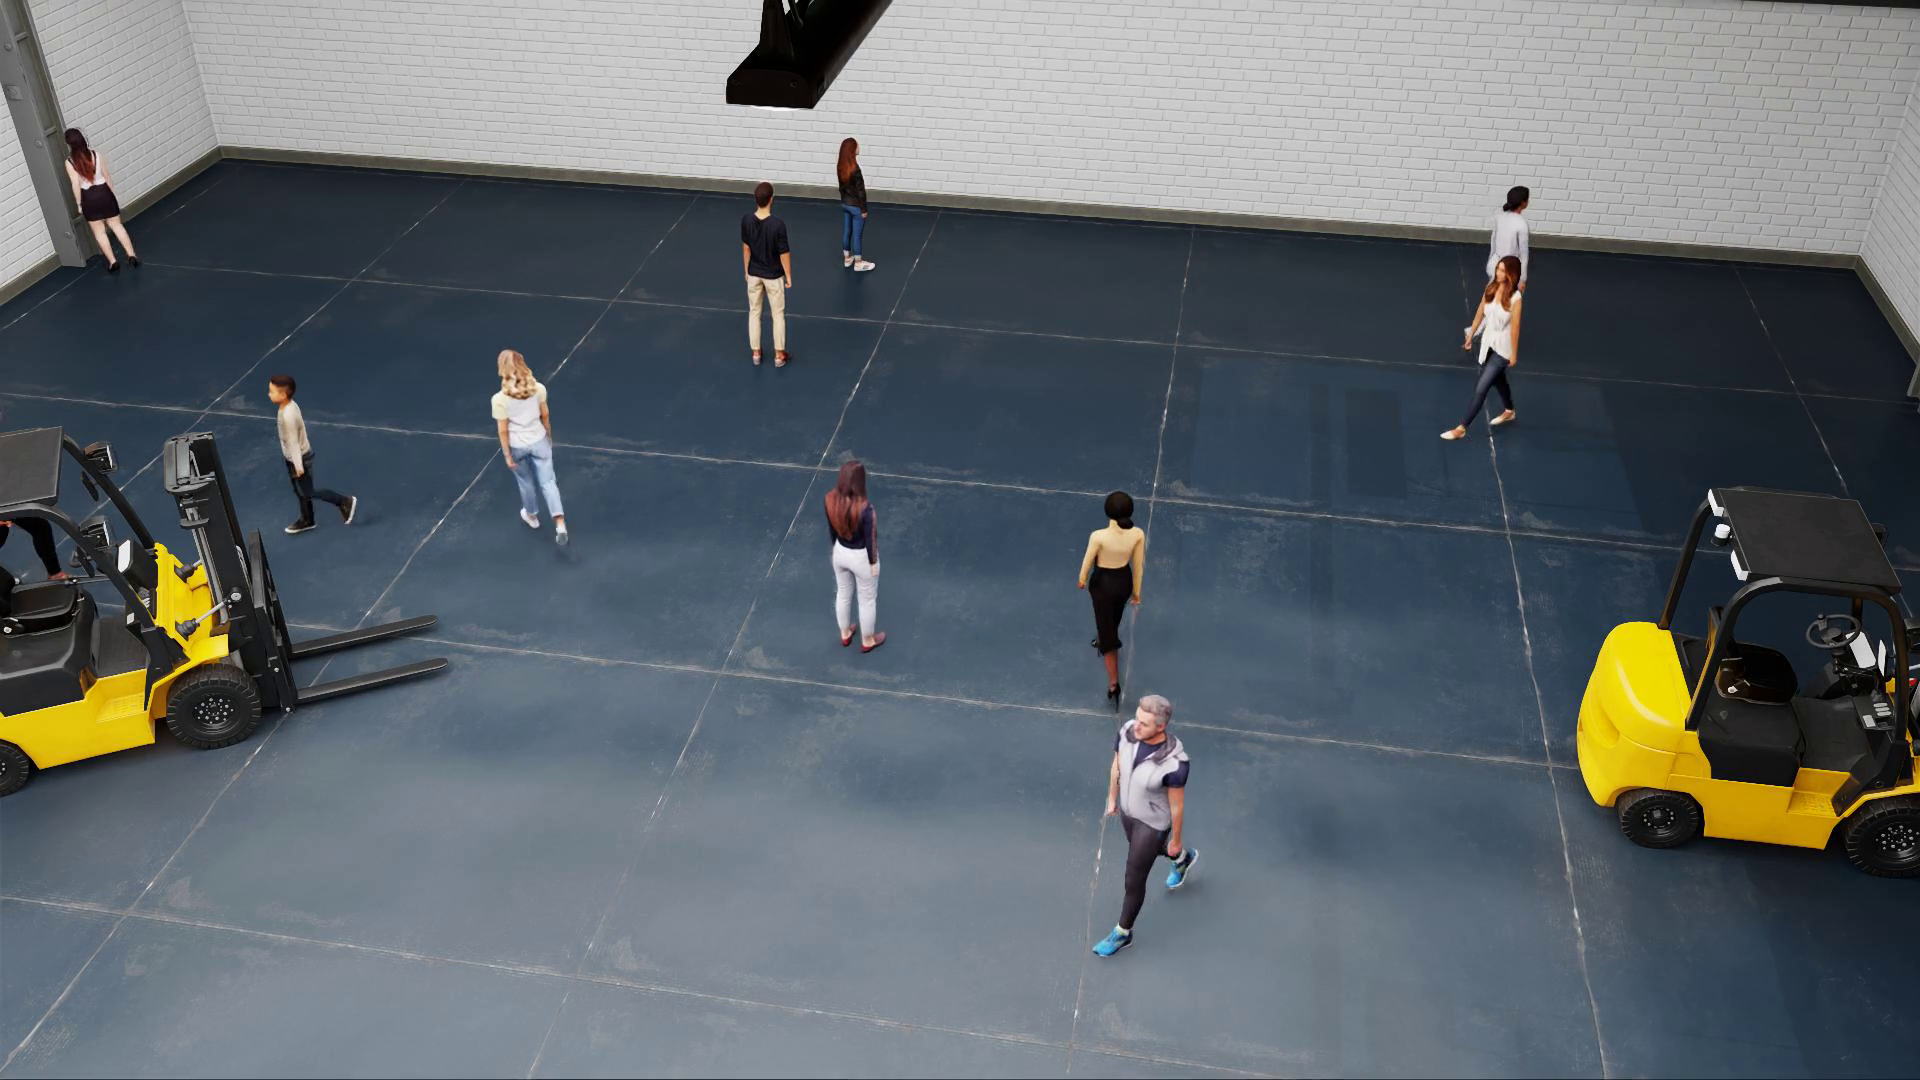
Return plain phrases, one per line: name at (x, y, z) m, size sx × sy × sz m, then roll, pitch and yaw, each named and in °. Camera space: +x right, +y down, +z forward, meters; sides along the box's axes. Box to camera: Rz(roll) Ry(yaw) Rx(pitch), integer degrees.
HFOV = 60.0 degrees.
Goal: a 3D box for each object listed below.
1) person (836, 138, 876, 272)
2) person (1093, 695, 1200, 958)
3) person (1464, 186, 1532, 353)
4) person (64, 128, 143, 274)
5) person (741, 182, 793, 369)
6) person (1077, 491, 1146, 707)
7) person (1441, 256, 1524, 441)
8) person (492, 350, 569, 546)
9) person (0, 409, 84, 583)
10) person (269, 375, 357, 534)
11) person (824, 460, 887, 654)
person at (-1.169, -3.667, 18.127) m, size 0.684 × 1.484 × 0.640 m, roll -26°, pitch 41°, yaw -33°
person at (1.178, 1.613, 9.899) m, size 1.270 × 1.797 × 1.185 m, roll -23°, pitch 40°, yaw -30°
person at (5.298, -2.616, 16.331) m, size 0.976 × 1.719 × 0.995 m, roll -12°, pitch 35°, yaw -17°
person at (-9.299, -3.658, 17.968) m, size 0.692 × 1.644 × 0.773 m, roll -28°, pitch 43°, yaw -35°
person at (-1.891, -2.563, 16.133) m, size 0.634 × 1.851 × 0.533 m, roll 7°, pitch 34°, yaw 10°
person at (1.091, 0.432, 11.848) m, size 0.860 × 1.606 × 1.090 m, roll -9°, pitch 35°, yaw -13°
person at (4.905, -1.726, 14.981) m, size 1.061 × 1.732 × 1.125 m, roll -13°, pitch 36°, yaw -19°
person at (-3.462, -0.722, 13.499) m, size 1.048 × 1.702 × 1.134 m, roll -20°, pitch 38°, yaw -27°
person at (-7.389, -0.222, 12.659) m, size 1.072 × 1.799 × 1.254 m, roll 27°, pitch 42°, yaw 34°
person at (-5.379, -0.704, 13.699) m, size 0.886 × 1.450 × 0.861 m, roll -16°, pitch 37°, yaw -22°
person at (-0.777, 0.122, 12.314) m, size 0.674 × 1.606 × 0.663 m, roll 20°, pitch 39°, yaw 27°
